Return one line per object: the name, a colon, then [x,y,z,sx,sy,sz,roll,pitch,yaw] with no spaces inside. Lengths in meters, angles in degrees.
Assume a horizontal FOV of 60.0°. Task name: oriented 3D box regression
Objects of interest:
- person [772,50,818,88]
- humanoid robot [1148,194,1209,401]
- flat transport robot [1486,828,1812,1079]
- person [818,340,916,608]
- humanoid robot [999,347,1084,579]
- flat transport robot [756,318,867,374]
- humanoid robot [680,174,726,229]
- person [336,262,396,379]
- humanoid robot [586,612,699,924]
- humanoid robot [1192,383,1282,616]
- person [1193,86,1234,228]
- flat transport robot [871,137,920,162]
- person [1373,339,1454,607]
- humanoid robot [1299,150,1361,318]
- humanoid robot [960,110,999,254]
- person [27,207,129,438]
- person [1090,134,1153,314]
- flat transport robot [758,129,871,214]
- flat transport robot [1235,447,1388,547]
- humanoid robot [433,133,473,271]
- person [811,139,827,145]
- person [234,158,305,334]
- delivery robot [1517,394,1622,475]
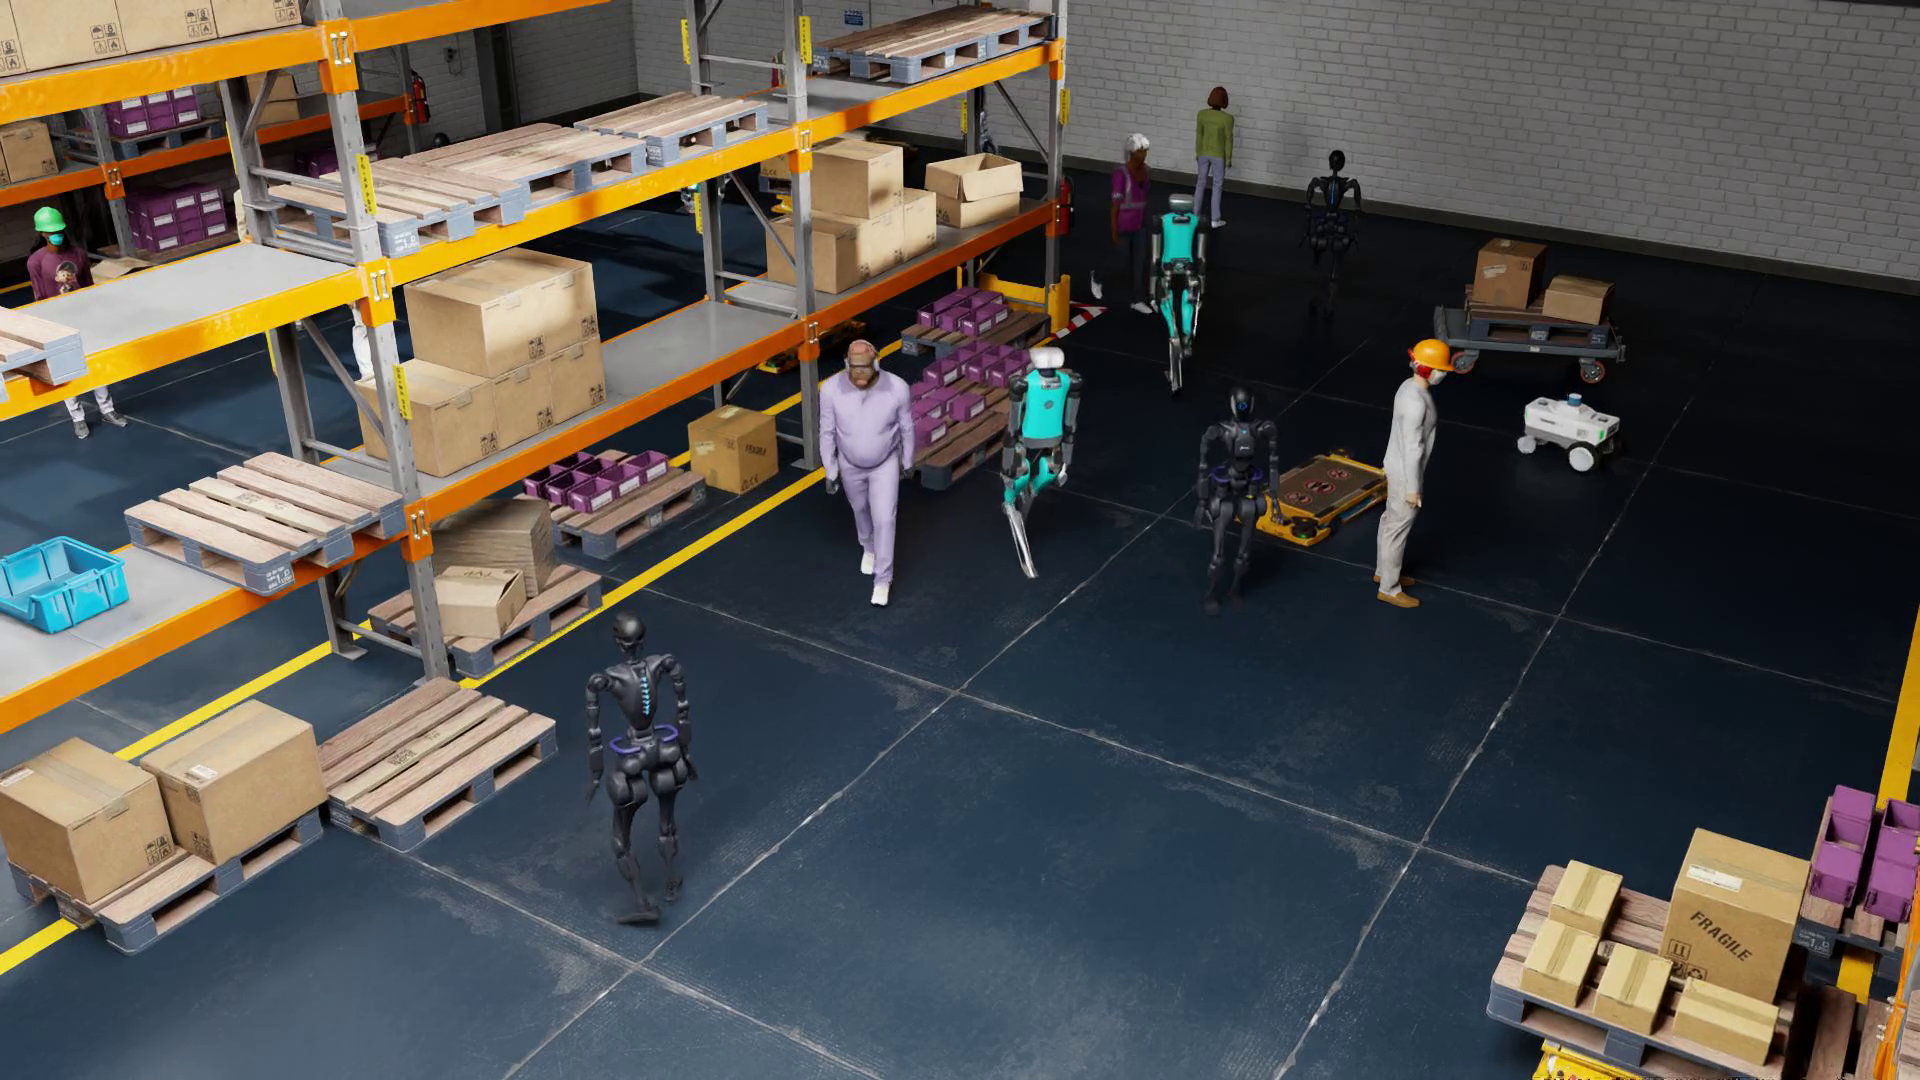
person: [-2.131,-5.676,21.649,0.620,1.842,0.429,-4,27,-8]
humanoid robot: [1.976,-2.092,14.733,0.531,1.763,0.985,-2,27,-4]
flat transport robot: [3.130,2.277,7.710,0.659,0.231,1.431,16,31,28]
person: [-0.640,-0.484,11.401,0.644,1.853,0.986,2,27,4]
humanoid robot: [0.469,-0.625,11.843,0.558,1.794,0.935,-8,28,-15]
flat transport robot: [-1.579,-1.945,16.031,0.659,0.231,1.431,16,31,29]
humanoid robot: [-2.782,-3.919,18.325,0.530,1.782,0.844,4,27,8]
person: [-5.286,-2.285,14.857,0.357,1.937,0.636,9,28,18]
humanoid robot: [-1.584,1.150,8.377,0.597,1.637,0.462,-19,32,-32]
humanoid robot: [1.882,-0.280,11.199,0.611,1.655,0.398,-3,27,-6]
person: [2.983,-4.510,19.587,0.495,1.626,0.282,20,33,34]
flat transport robot: [-1.107,-5.119,22.285,0.659,0.231,1.431,10,28,18]
person: [3.072,-0.465,11.329,0.377,1.889,0.571,5,27,10]
humanoid robot: [3.747,-3.115,16.785,0.610,1.642,0.565,6,28,12]
humanoid robot: [0.201,-3.940,18.432,0.600,1.635,0.665,23,35,37]
person: [-7.467,-1.848,13.983,0.421,1.952,0.489,21,34,35]
person: [1.674,-3.221,16.829,0.519,1.827,0.701,-21,33,-35]
flat transport robot: [-1.703,-4.282,20.635,0.659,0.231,1.431,11,29,21]
flat transport robot: [2.809,-0.344,12.876,0.659,0.231,1.431,23,35,38]
humanoid robot: [-5.388,-3.466,17.504,0.601,1.631,0.737,-2,27,-4]
person: [-1.443,-3.318,17.155,0.575,1.690,0.855,20,33,34]
person: [-6.728,-2.885,16.241,0.562,1.752,0.333,-6,28,-12]
delivery robot: [5.026,-0.894,13.665,0.816,0.613,0.499,23,35,38]
